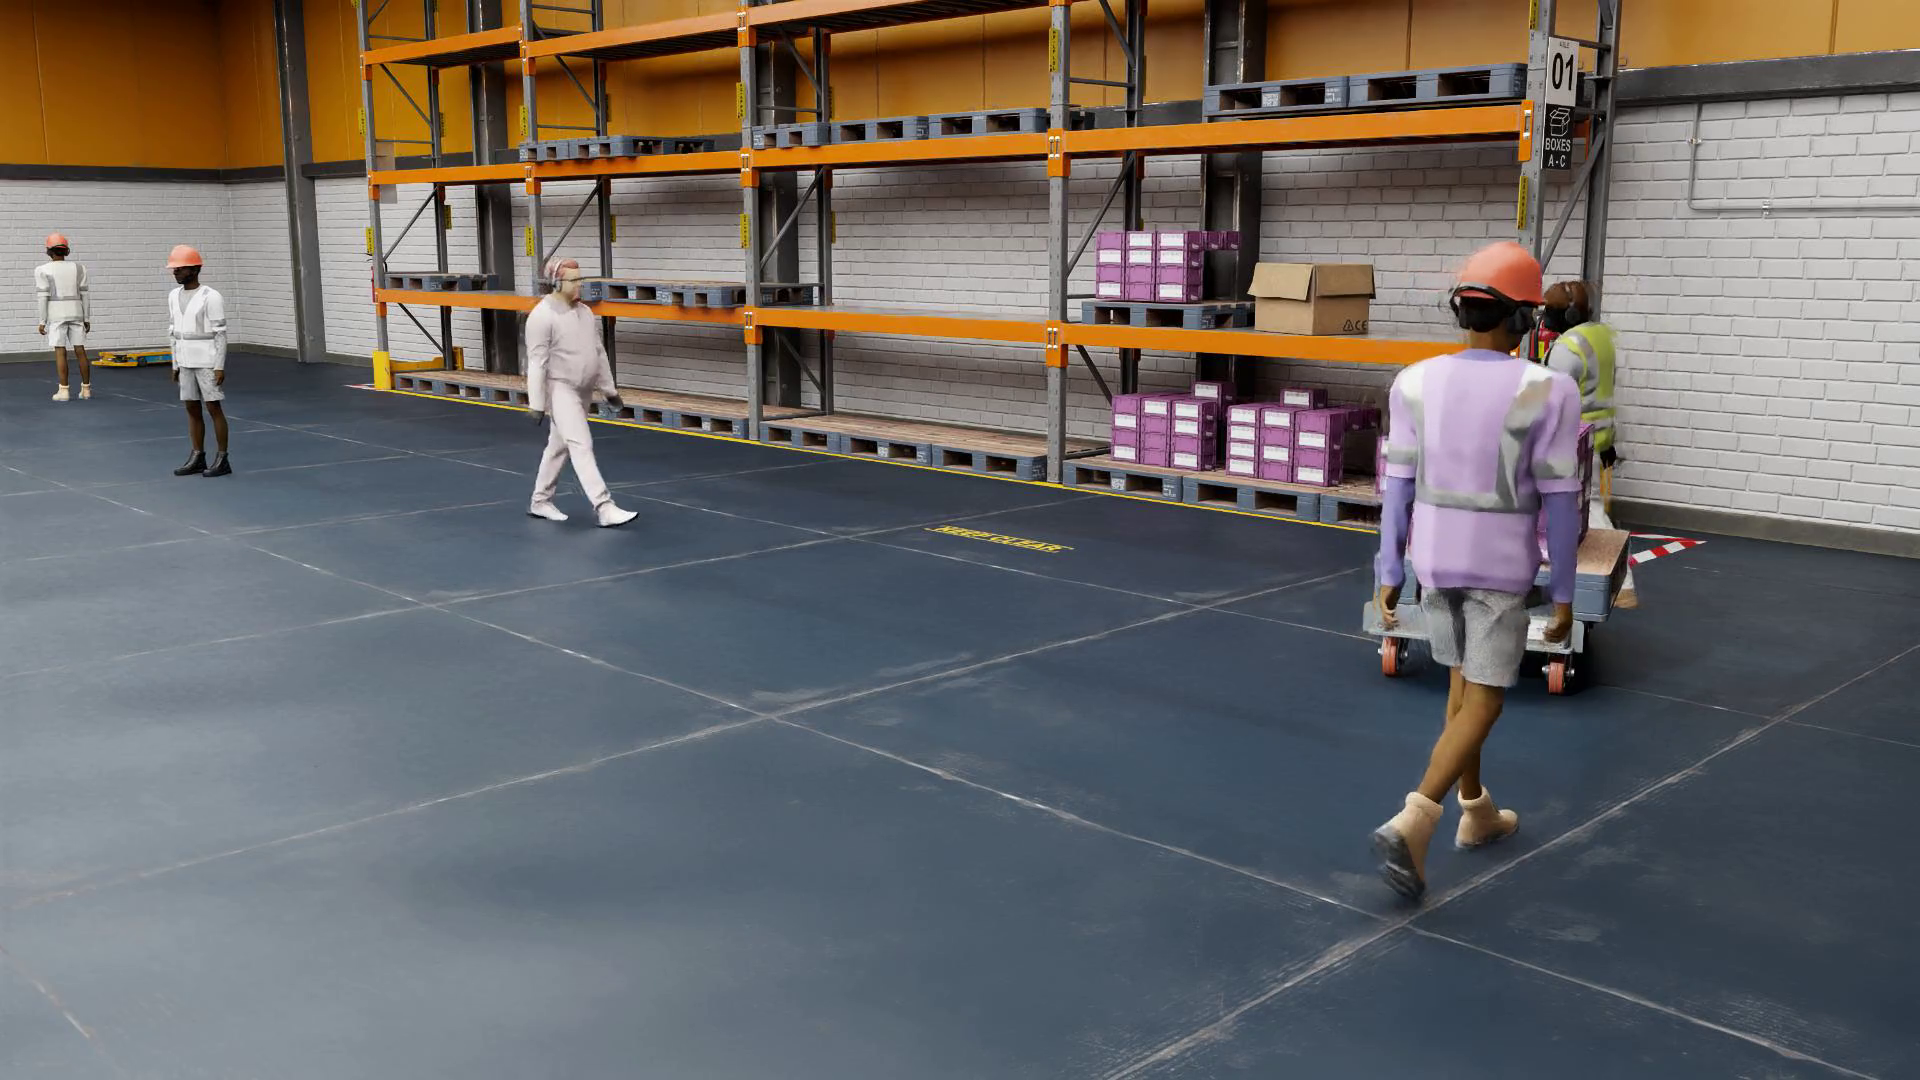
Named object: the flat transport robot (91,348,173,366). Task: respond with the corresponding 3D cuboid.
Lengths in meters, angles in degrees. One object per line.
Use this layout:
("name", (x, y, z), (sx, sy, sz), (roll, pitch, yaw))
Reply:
("flat transport robot", (-12.702, -2.857, 25.950), (0.652, 0.197, 1.431), (5, 12, 26))

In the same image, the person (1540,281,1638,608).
("person", (3.363, -0.530, 9.170), (0.936, 1.778, 0.666), (8, 13, 38))

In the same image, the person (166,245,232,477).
("person", (-6.409, -1.491, 13.954), (0.548, 1.937, 0.379), (4, 11, 21))

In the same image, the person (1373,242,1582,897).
("person", (1.570, 0.089, 5.173), (0.618, 2.013, 0.934), (10, 14, 42))

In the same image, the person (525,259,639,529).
("person", (-2.676, -1.015, 11.590), (0.999, 1.855, 0.640), (4, 11, 19))

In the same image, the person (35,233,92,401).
("person", (-10.988, -2.724, 20.393), (0.375, 2.044, 0.604), (9, 13, 39))
